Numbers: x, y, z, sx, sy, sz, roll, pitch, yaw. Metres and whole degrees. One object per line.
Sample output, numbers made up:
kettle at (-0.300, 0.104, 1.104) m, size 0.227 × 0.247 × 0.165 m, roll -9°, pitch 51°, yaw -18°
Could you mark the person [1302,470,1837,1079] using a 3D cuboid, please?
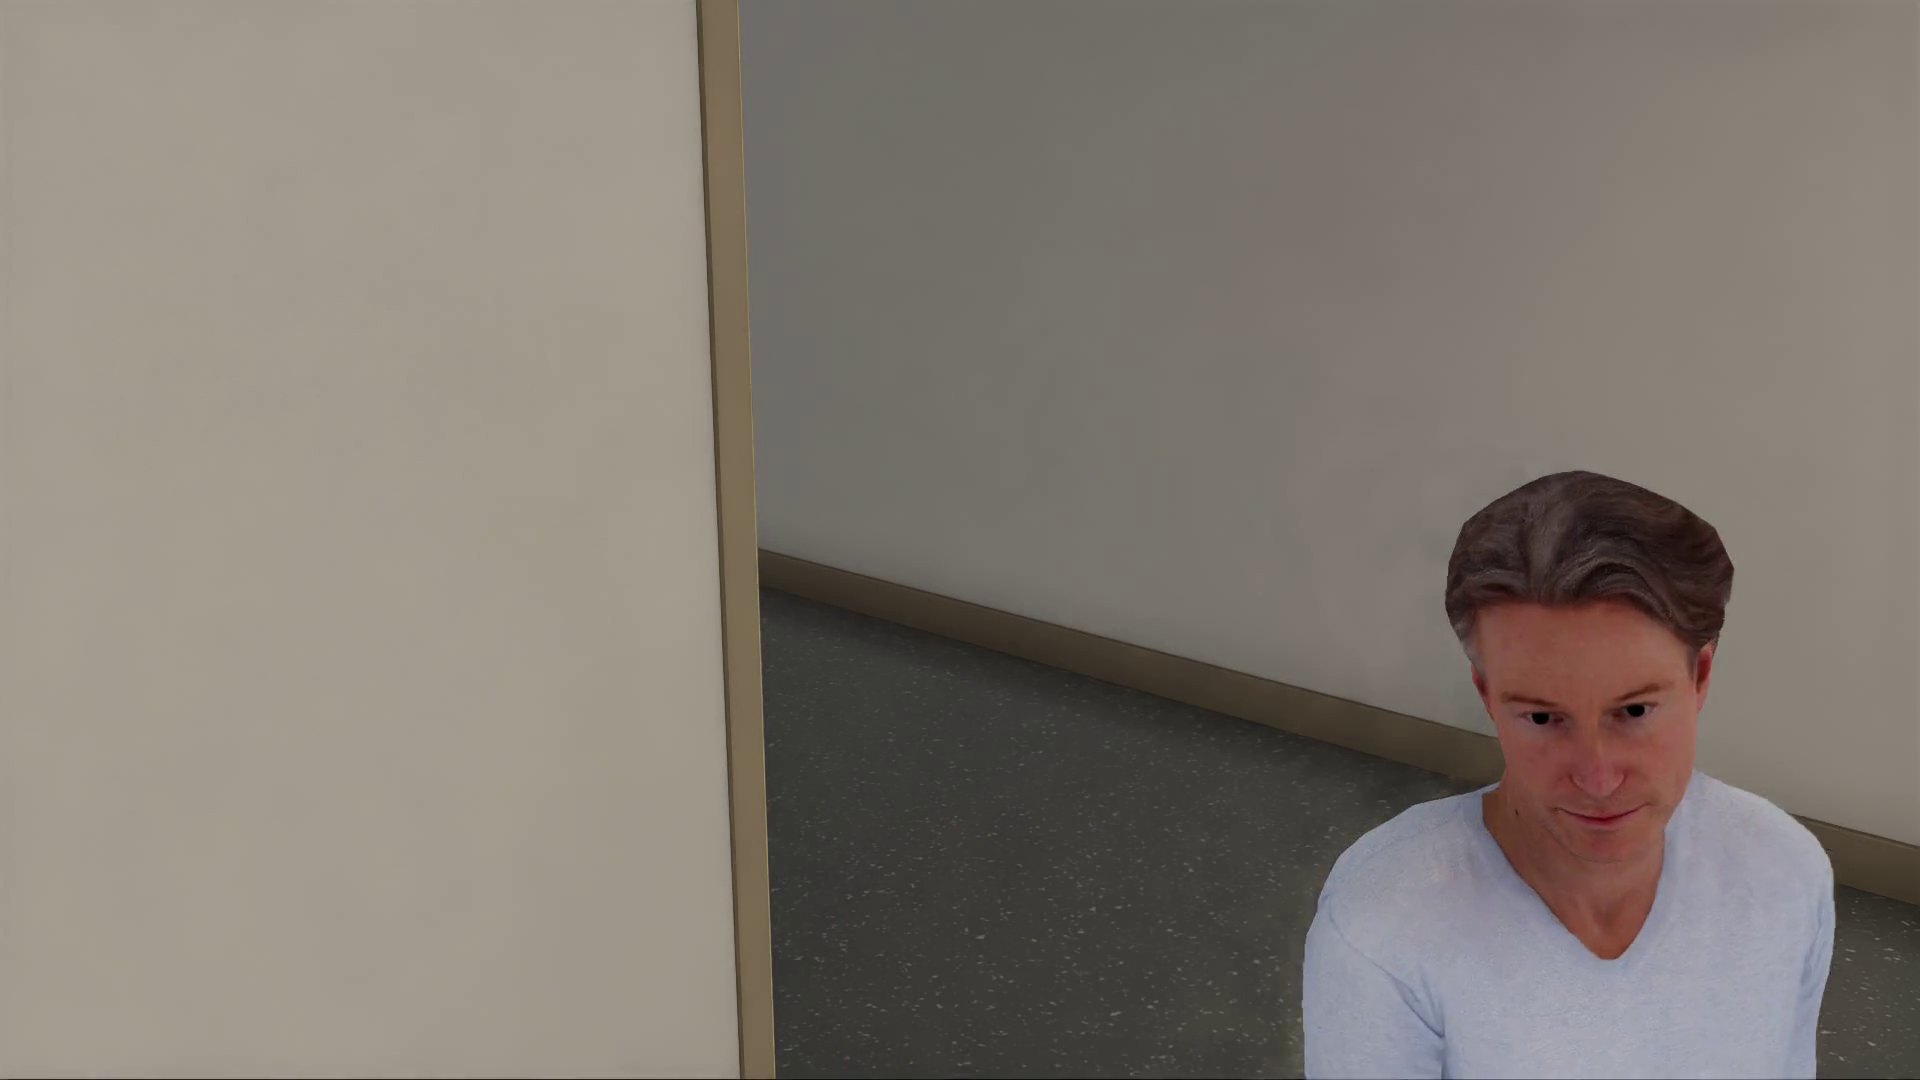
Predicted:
person at (0.477, 0.838, 1.621) m, size 1.237 × 1.833 × 1.228 m, roll -4°, pitch 16°, yaw -13°
